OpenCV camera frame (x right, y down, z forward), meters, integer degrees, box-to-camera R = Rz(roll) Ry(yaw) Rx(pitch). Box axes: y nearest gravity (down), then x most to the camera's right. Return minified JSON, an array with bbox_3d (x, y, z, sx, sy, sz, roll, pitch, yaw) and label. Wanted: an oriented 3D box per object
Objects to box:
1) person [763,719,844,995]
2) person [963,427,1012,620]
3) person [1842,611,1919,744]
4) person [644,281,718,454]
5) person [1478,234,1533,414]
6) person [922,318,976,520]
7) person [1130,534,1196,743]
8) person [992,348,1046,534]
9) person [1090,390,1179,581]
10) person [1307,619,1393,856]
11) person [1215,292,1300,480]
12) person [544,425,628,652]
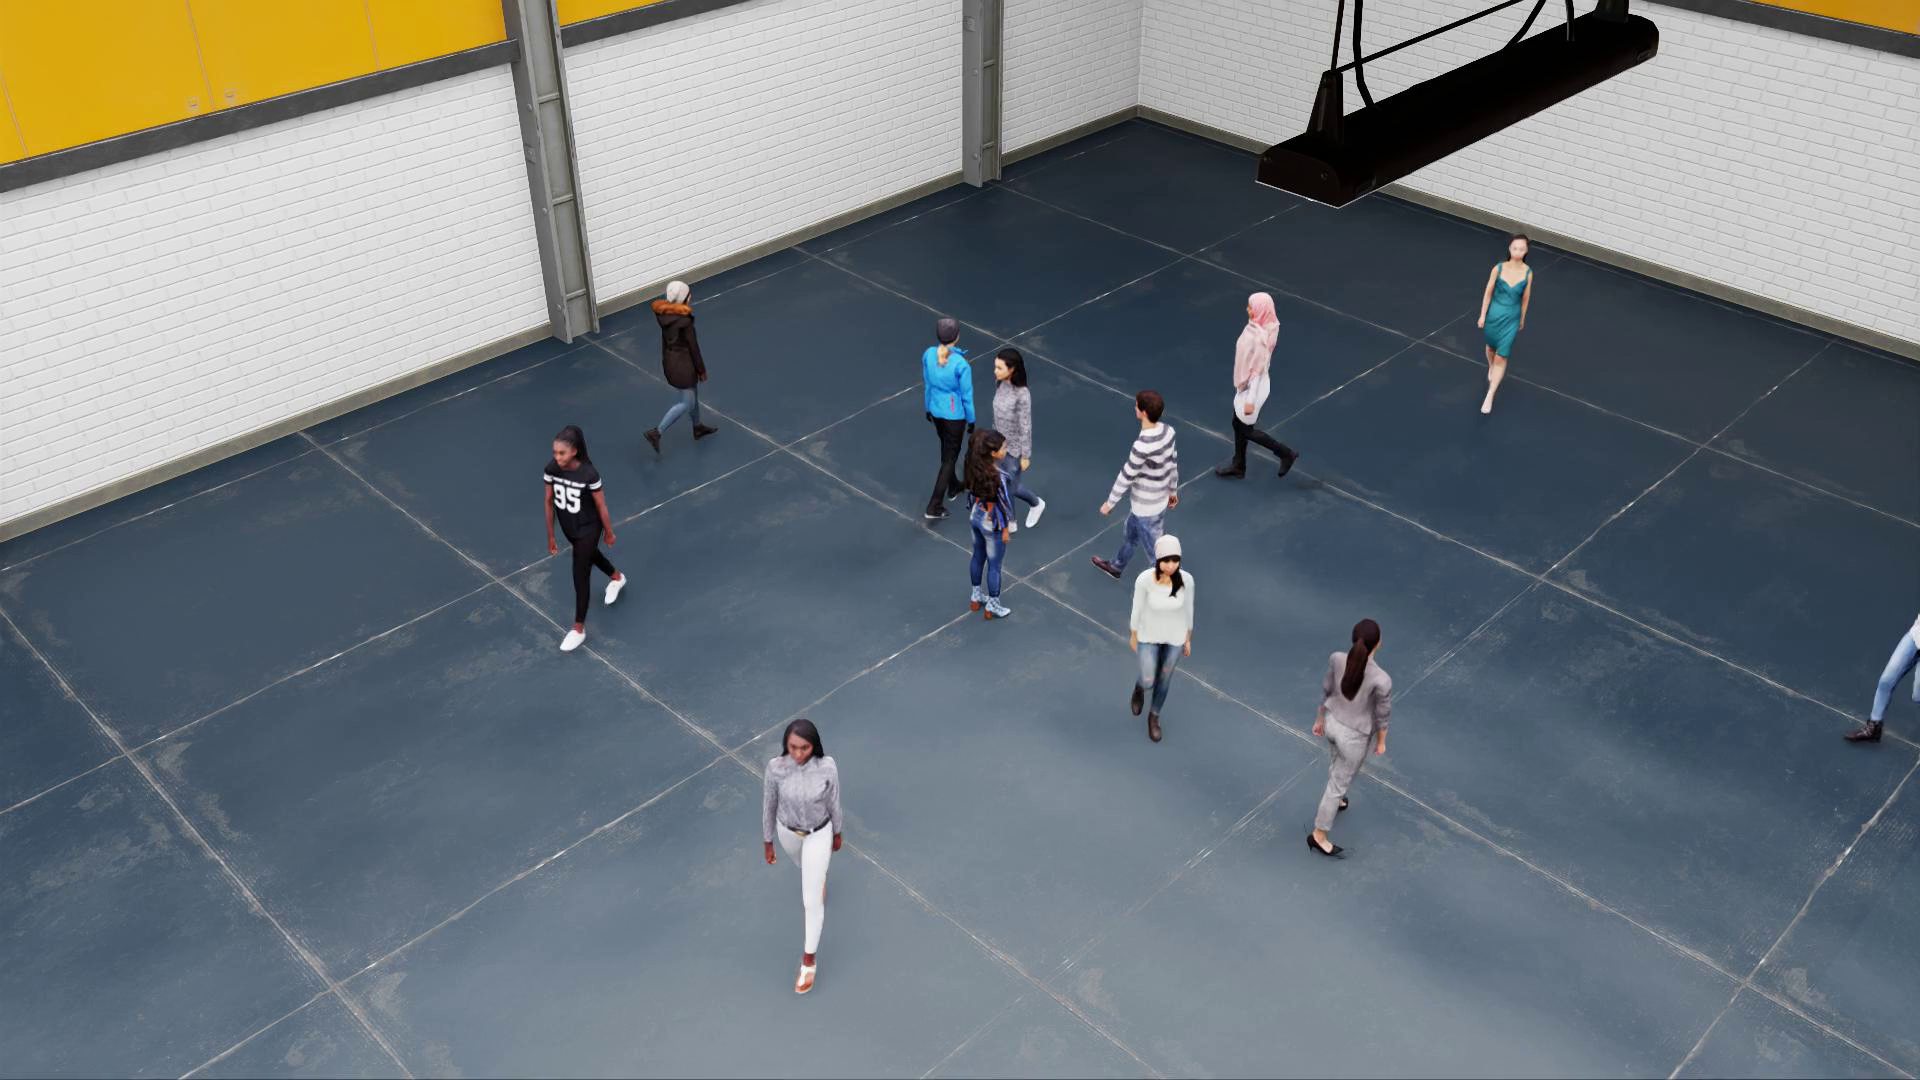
[{"bbox_3d":[-0.911,1.711,9.873,1.093,1.680,1.262,4,34,6],"label":"person"},{"bbox_3d":[0.223,-0.129,12.696,0.593,1.618,0.633,-22,39,-29],"label":"person"},{"bbox_3d":[6.657,0.752,11.301,1.073,1.696,1.012,0,34,0],"label":"person"},{"bbox_3d":[-2.531,-1.509,14.778,1.018,1.611,0.695,-24,40,-31],"label":"person"},{"bbox_3d":[5.090,-2.082,15.609,0.834,1.646,1.120,12,35,17],"label":"person"},{"bbox_3d":[-0.129,-1.001,13.856,0.682,1.786,0.954,25,41,32],"label":"person"},{"bbox_3d":[1.380,0.628,11.539,0.747,1.639,0.805,-3,34,-5],"label":"person"},{"bbox_3d":[0.503,-0.803,13.619,0.769,1.718,0.692,-21,39,-29],"label":"person"},{"bbox_3d":[1.534,-0.241,12.690,0.908,1.811,1.098,17,37,24],"label":"person"},{"bbox_3d":[2.432,1.278,10.552,0.833,1.648,0.676,-20,38,-27],"label":"person"},{"bbox_3d":[2.607,-1.269,14.256,1.004,1.788,0.980,4,34,5],"label":"person"},{"bbox_3d":[-2.830,-0.109,12.605,0.909,1.684,1.277,13,36,19],"label":"person"}]
